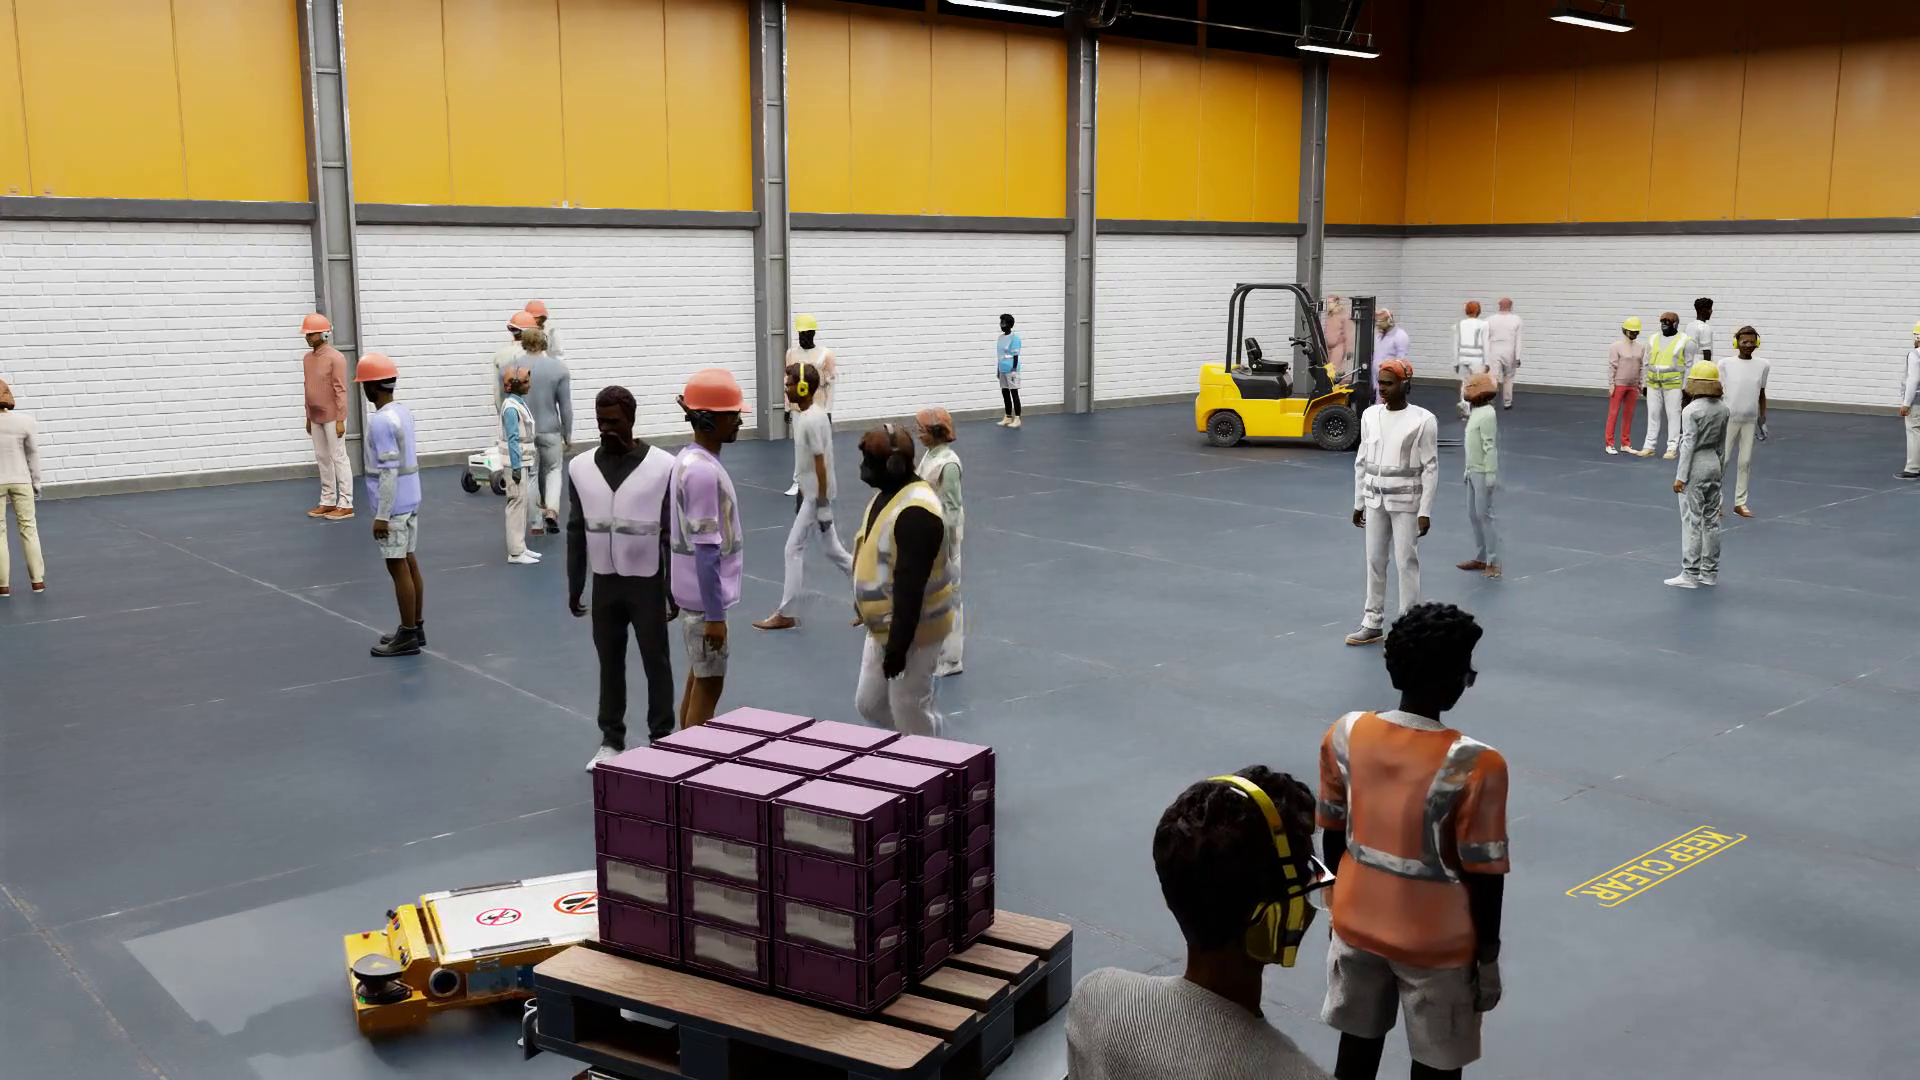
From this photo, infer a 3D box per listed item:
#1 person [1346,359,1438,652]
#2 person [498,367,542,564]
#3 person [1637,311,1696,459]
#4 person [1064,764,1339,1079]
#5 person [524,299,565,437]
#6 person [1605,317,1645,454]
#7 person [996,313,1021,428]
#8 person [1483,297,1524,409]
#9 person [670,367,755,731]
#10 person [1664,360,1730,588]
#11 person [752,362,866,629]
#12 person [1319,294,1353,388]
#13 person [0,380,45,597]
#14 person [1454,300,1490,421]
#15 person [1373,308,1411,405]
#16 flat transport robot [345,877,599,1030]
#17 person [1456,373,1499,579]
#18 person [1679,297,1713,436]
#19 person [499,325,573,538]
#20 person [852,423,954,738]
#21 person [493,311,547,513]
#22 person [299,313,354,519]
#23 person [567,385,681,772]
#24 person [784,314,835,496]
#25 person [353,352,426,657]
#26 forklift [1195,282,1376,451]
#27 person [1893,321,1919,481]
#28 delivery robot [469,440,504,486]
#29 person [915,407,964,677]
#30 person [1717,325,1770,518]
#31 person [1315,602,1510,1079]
[{"bbox_3d":[2.775,-0.218,10.674,0.337,1.882,0.584,-8,13,-39],"label":"person"},{"bbox_3d":[-3.653,-0.615,13.746,0.310,1.631,0.509,-2,10,-9],"label":"person"},{"bbox_3d":[8.854,-1.938,20.866,0.430,1.845,0.624,-8,13,-39],"label":"person"},{"bbox_3d":[0.344,1.220,2.297,0.325,1.871,0.516,-8,12,-39],"label":"person"},{"bbox_3d":[-4.982,-1.866,19.927,0.711,2.029,0.482,4,11,24],"label":"person"},{"bbox_3d":[8.542,-1.974,21.322,0.522,1.762,0.320,-3,10,-17],"label":"person"},{"bbox_3d":[0.713,-2.511,24.658,0.320,1.691,0.534,-6,11,-31],"label":"person"},{"bbox_3d":[8.871,-3.039,27.245,0.653,1.871,0.959,5,11,28],"label":"person"},{"bbox_3d":[-1.103,0.246,7.493,0.391,2.040,0.615,-2,10,-12],"label":"person"},{"bbox_3d":[5.657,-0.504,12.760,0.493,1.742,0.312,-6,11,-30],"label":"person"},{"bbox_3d":[-0.921,-0.290,11.269,0.916,1.836,0.540,0,10,0],"label":"person"},{"bbox_3d":[6.377,-3.254,28.440,0.500,1.884,0.663,-5,11,-29],"label":"person"},{"bbox_3d":[-7.139,-0.393,12.432,0.501,1.632,0.286,-8,12,-38],"label":"person"},{"bbox_3d":[7.803,-2.736,25.470,0.549,1.863,0.595,-8,13,-40],"label":"person"},{"bbox_3d":[5.402,-1.949,20.820,0.485,1.885,0.708,-3,10,-15],"label":"person"},{"bbox_3d":[-1.415,1.398,5.926,1.431,0.197,0.652,-4,11,-23],"label":"flat transport robot"},{"bbox_3d":[4.147,-0.517,13.246,0.331,1.607,0.631,1,10,5],"label":"person"},{"bbox_3d":[10.301,-2.400,23.210,0.368,1.966,0.603,-1,10,-8],"label":"person"},{"bbox_3d":[-3.789,-0.958,14.902,0.635,1.922,0.461,-2,10,-11],"label":"person"},{"bbox_3d":[-0.247,0.394,7.270,0.446,1.824,0.629,-3,10,-19],"label":"person"},{"bbox_3d":[-4.306,-1.258,16.445,0.612,1.991,0.392,3,10,18],"label":"person"},{"bbox_3d":[-6.148,-1.193,16.089,0.614,1.987,0.407,7,12,35],"label":"person"},{"bbox_3d":[-1.637,0.195,8.176,0.594,1.914,0.393,2,10,11],"label":"person"},{"bbox_3d":[-1.598,-1.412,17.532,0.585,1.929,0.371,4,10,22],"label":"person"},{"bbox_3d":[-3.623,-0.223,10.556,0.376,1.934,0.547,-1,10,-4],"label":"person"},{"bbox_3d":[4.328,-2.346,22.227,2.313,2.155,1.214,3,10,16],"label":"forklift"},{"bbox_3d":[10.874,-1.586,18.835,0.601,1.830,0.404,-5,11,-25],"label":"person"},{"bbox_3d":[-4.945,-0.836,17.906,0.477,0.478,0.707,5,11,27],"label":"delivery robot"},{"bbox_3d":[-0.130,0.008,10.071,0.311,1.639,0.513,-3,10,-17],"label":"person"},{"bbox_3d":[7.571,-1.145,16.147,0.533,1.868,0.310,1,10,5],"label":"person"},{"bbox_3d":[1.121,0.992,4.152,0.320,1.690,0.537,-8,12,-39],"label":"person"}]
